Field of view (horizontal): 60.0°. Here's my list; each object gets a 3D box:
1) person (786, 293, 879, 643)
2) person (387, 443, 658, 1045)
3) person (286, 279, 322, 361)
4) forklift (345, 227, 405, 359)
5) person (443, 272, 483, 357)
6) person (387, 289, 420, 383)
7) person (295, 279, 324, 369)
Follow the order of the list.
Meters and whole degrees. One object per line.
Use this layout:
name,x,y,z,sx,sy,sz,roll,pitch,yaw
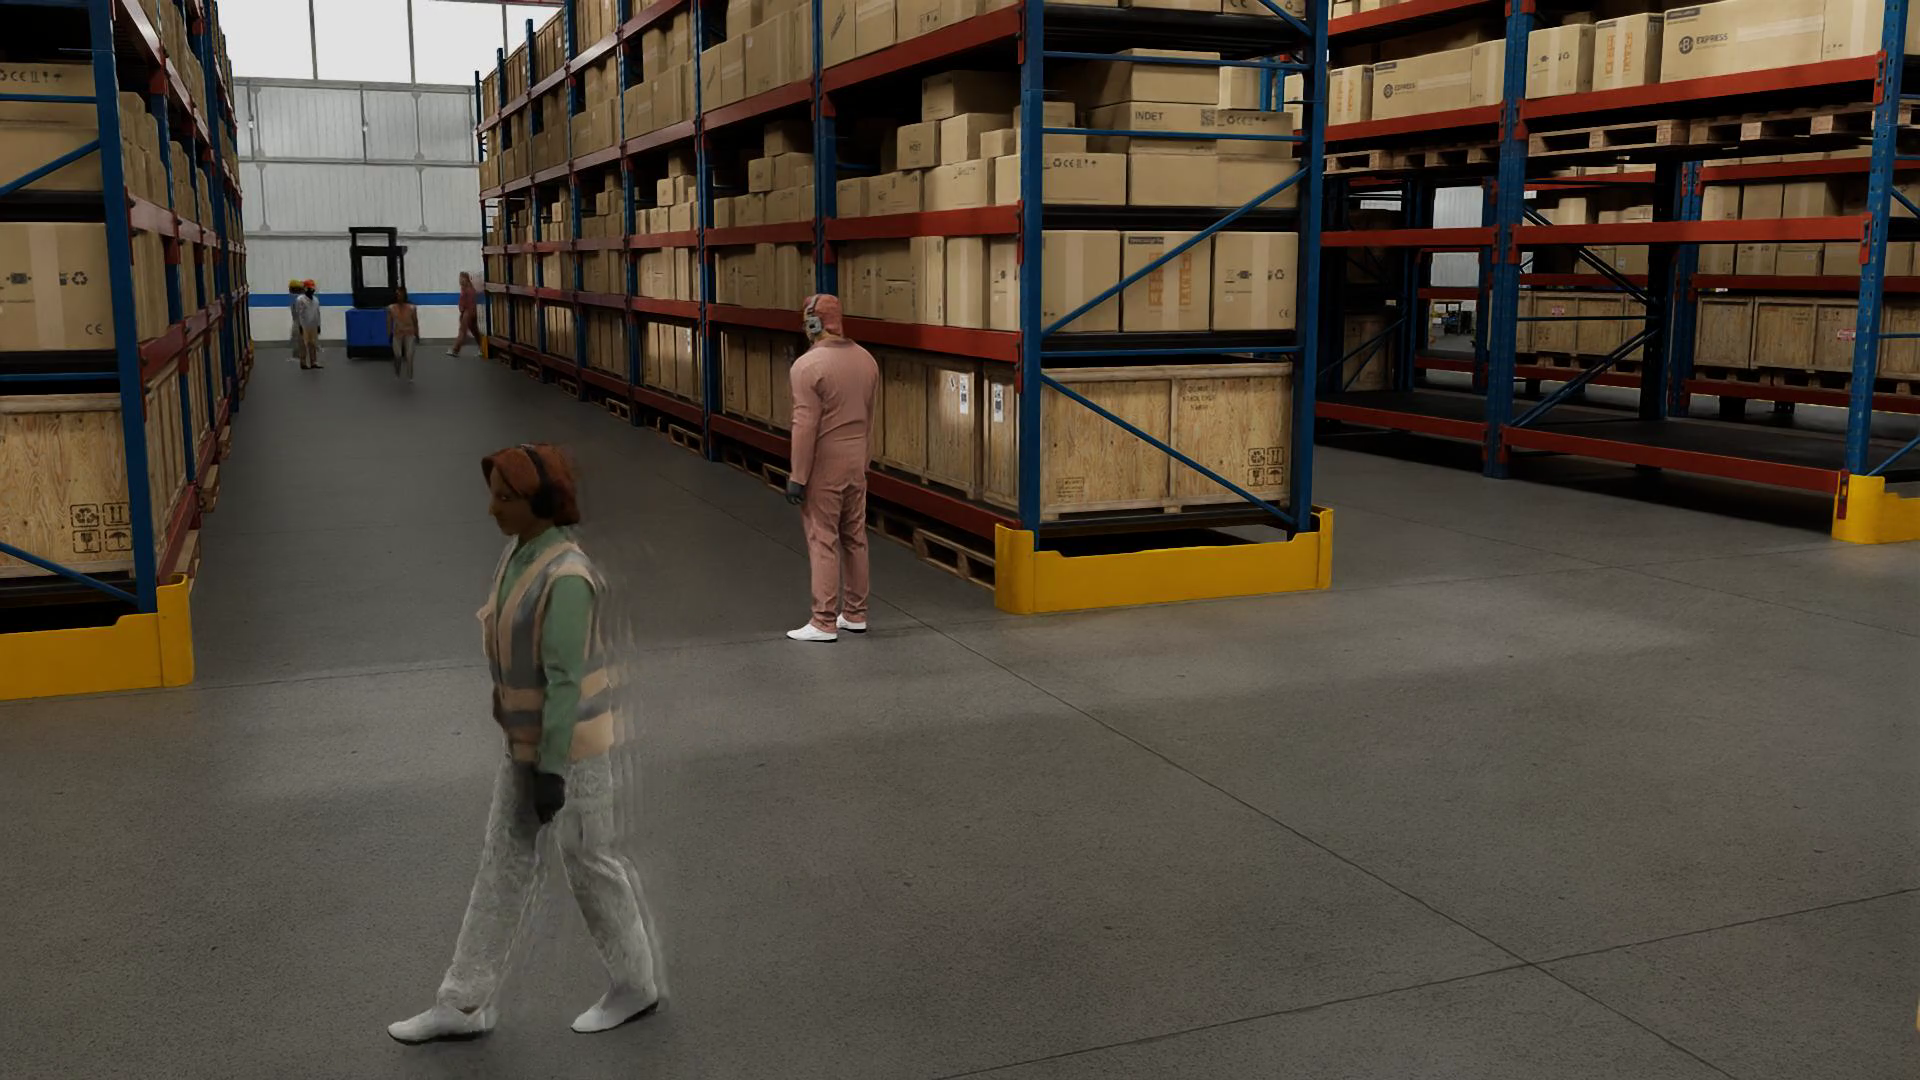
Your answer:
person,-0.729,-0.392,9.133,0.410,1.905,0.641,6,11,34
person,-1.128,0.551,4.344,0.707,1.602,0.540,-6,11,-33
person,-13.858,-4.618,35.012,0.678,1.724,0.488,-4,10,-24
forklift,-12.522,-5.309,35.664,1.129,2.768,1.873,-2,10,-10
person,-10.851,-4.923,36.415,0.988,1.854,0.669,-3,10,-19
person,-9.566,-3.502,28.609,0.523,1.623,0.452,-4,10,-22
person,-12.643,-4.189,32.354,0.355,1.744,0.565,4,10,23
